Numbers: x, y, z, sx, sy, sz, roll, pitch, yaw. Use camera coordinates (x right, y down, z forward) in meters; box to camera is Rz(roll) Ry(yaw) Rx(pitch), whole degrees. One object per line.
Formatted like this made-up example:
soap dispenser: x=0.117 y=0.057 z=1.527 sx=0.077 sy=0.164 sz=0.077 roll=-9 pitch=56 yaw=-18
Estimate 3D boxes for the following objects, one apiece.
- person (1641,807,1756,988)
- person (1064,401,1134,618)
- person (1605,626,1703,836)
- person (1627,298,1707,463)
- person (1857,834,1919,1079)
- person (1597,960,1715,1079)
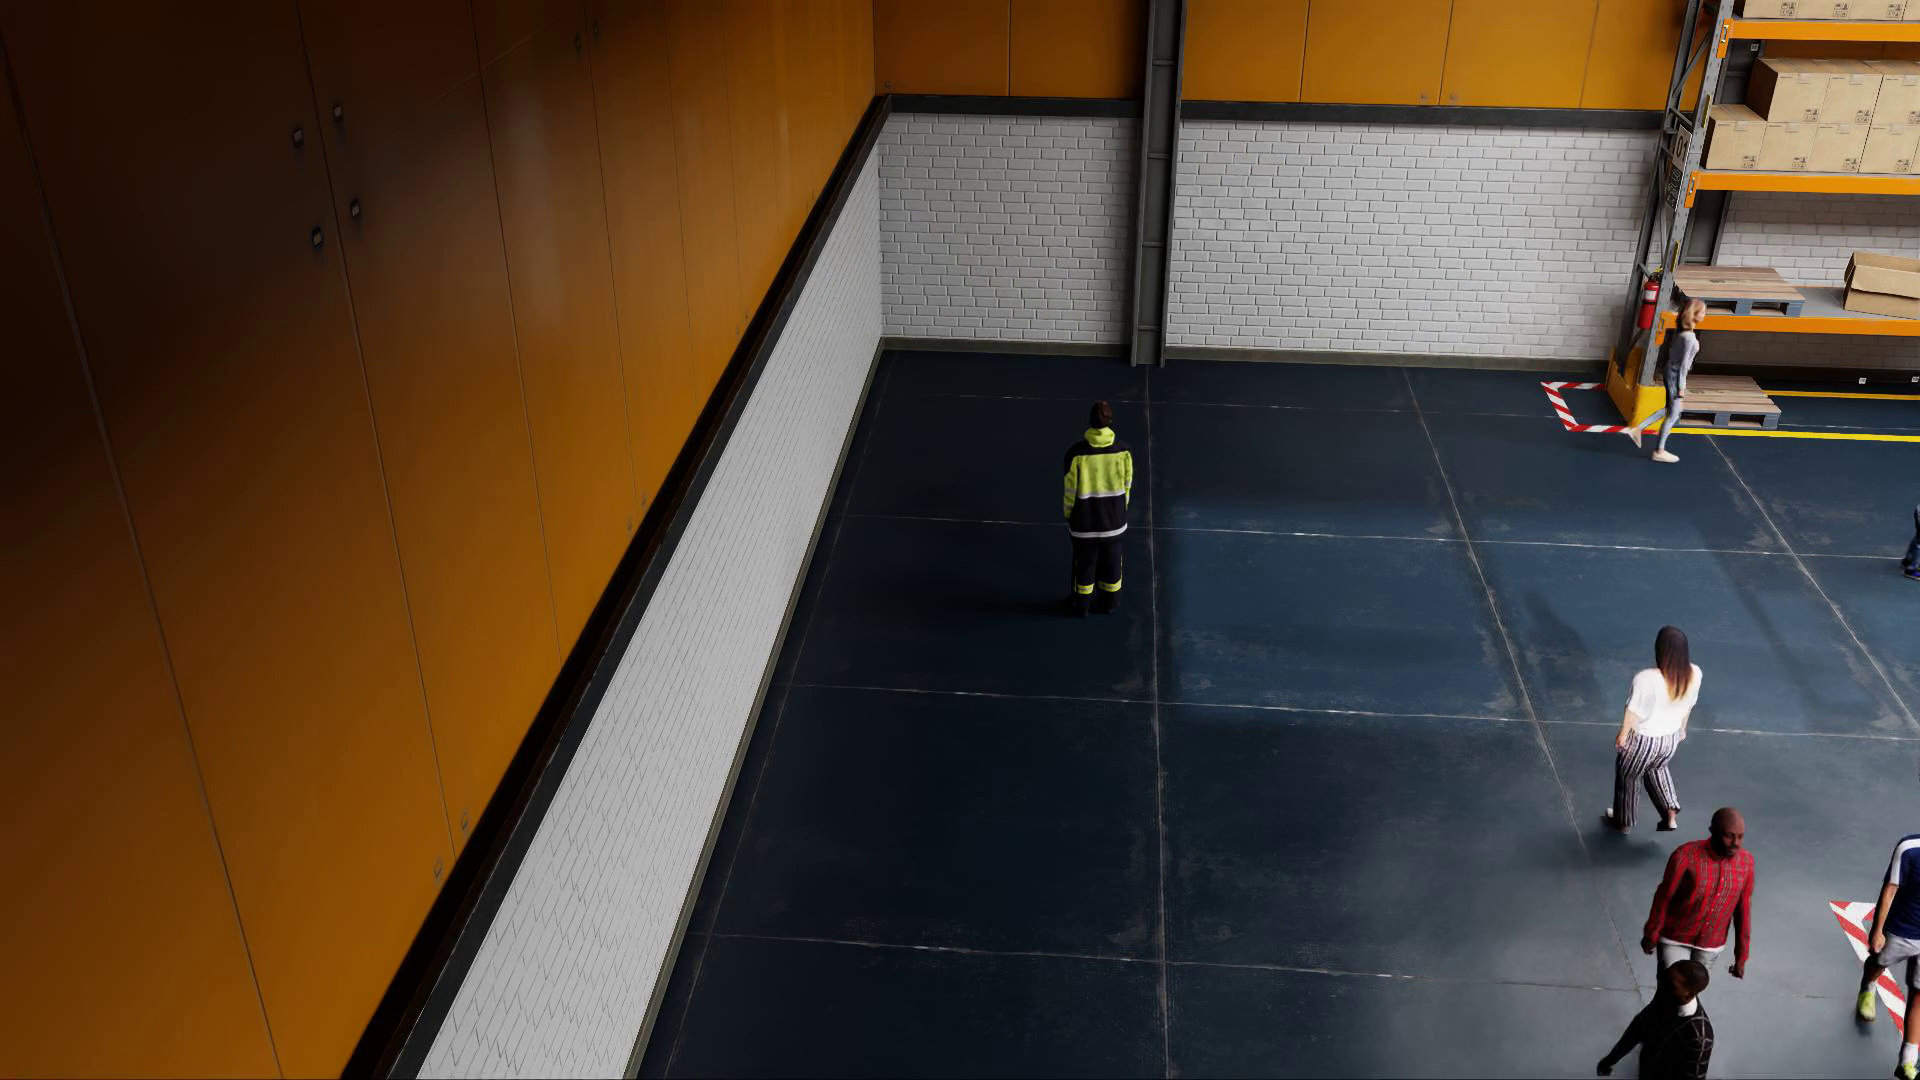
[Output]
person: x=4.286 y=2.267 z=9.795 sx=0.696 sy=1.809 sz=0.780 roll=1 pitch=29 yaw=3
person: x=1.173 y=-0.268 z=14.262 sx=0.714 sy=1.983 sz=0.905 roll=-6 pitch=29 yaw=-12
person: x=4.858 y=1.390 z=11.557 sx=0.832 sy=1.663 sz=0.885 roll=-9 pitch=30 yaw=-15
person: x=7.202 y=-1.629 z=16.962 sx=0.824 sy=1.787 sz=0.678 roll=7 pitch=29 yaw=13
person: x=5.634 y=2.248 z=9.859 sx=1.155 sy=1.782 sz=0.868 roll=8 pitch=30 yaw=14
person: x=3.768 y=2.895 z=8.689 sx=1.201 sy=1.766 sz=0.708 roll=4 pitch=29 yaw=7
